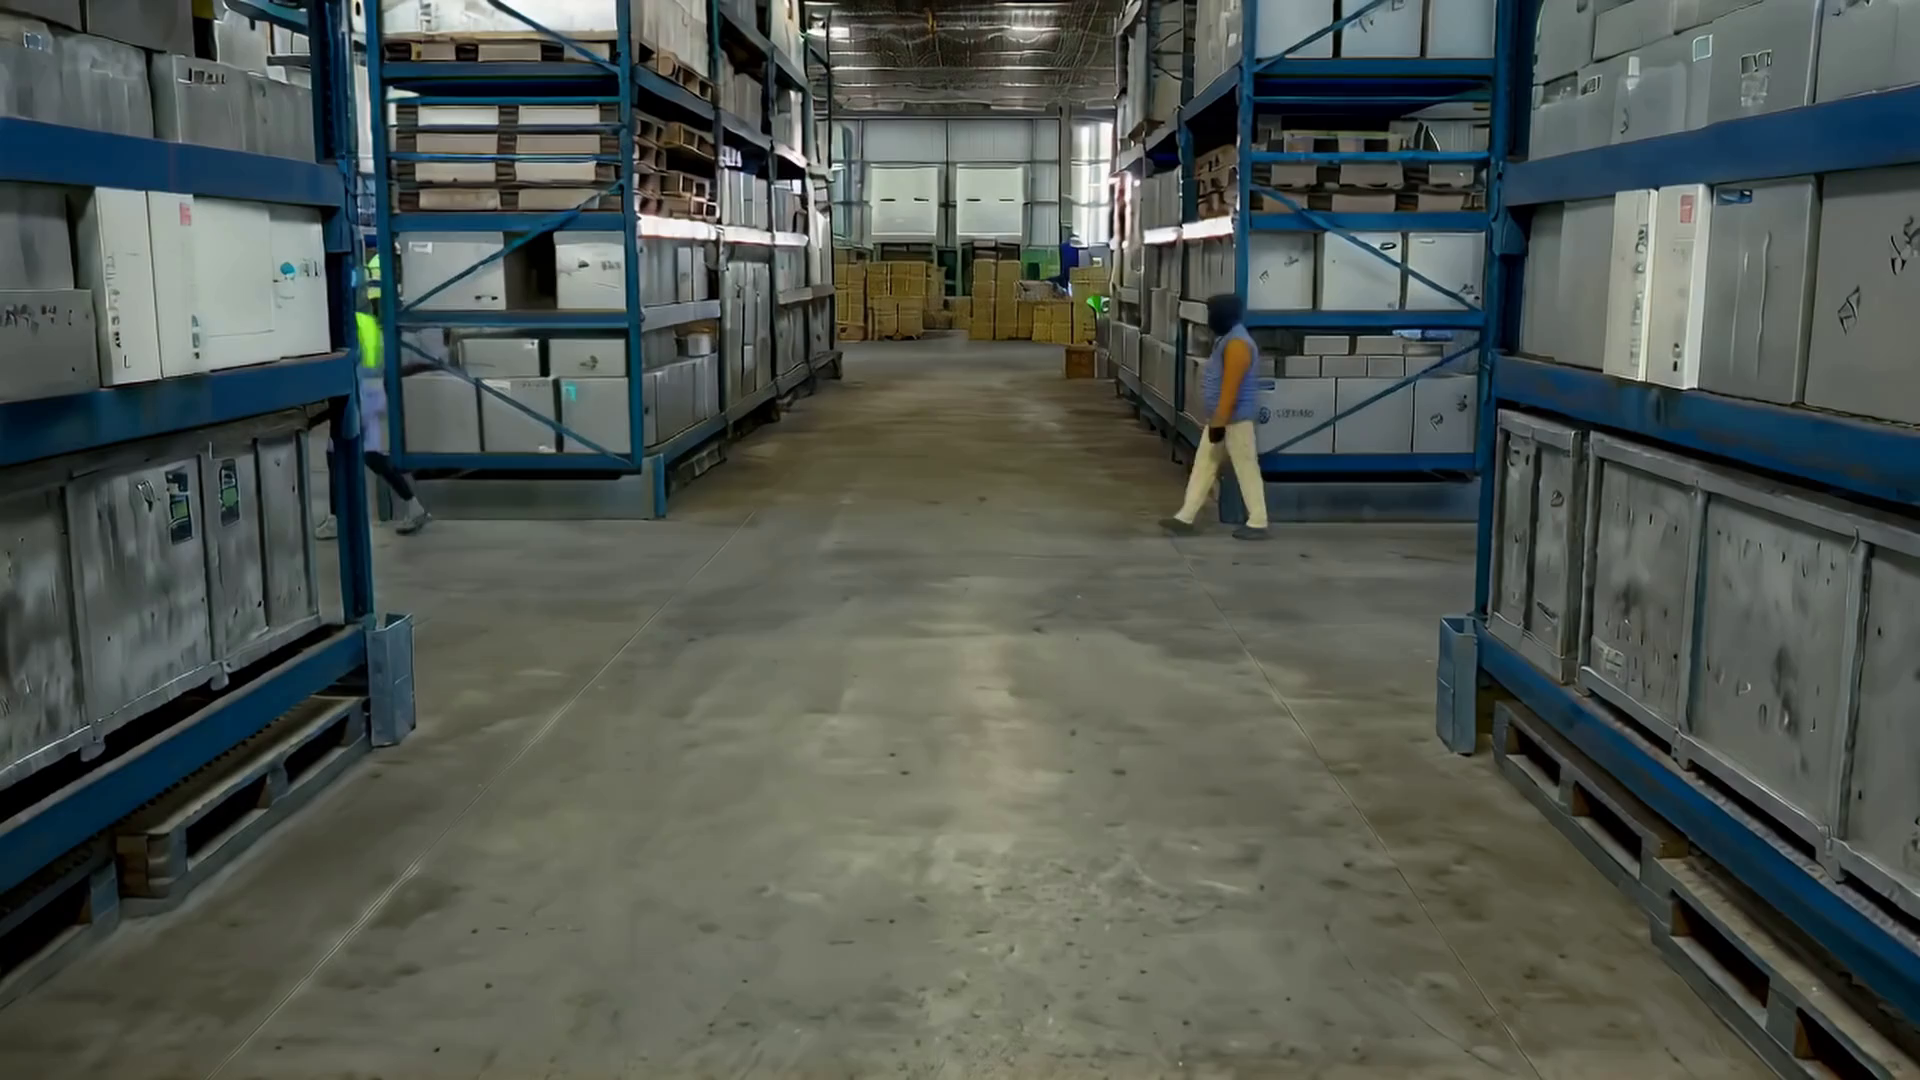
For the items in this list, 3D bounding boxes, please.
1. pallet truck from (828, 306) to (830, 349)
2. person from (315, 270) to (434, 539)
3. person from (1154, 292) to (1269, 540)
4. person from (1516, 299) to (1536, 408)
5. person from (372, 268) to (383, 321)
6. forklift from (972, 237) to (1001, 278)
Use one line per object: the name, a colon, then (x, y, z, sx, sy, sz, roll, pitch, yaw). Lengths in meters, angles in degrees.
pallet truck: (-3.100, -3.940, 29.800, 1.885, 1.965, 0.823, 3, 10, 19)
person: (-4.339, -0.987, 12.129, 0.913, 2.010, 0.634, 0, 9, 2)
person: (1.854, -0.886, 12.089, 0.904, 1.797, 0.651, 0, 9, 0)
person: (6.821, -2.134, 20.123, 0.548, 1.614, 0.578, 3, 10, 20)
person: (-20.105, -8.491, 57.552, 0.552, 1.826, 0.570, -6, 11, -33)
forklift: (0.842, -8.322, 53.410, 1.129, 2.768, 1.873, 0, 9, 1)
